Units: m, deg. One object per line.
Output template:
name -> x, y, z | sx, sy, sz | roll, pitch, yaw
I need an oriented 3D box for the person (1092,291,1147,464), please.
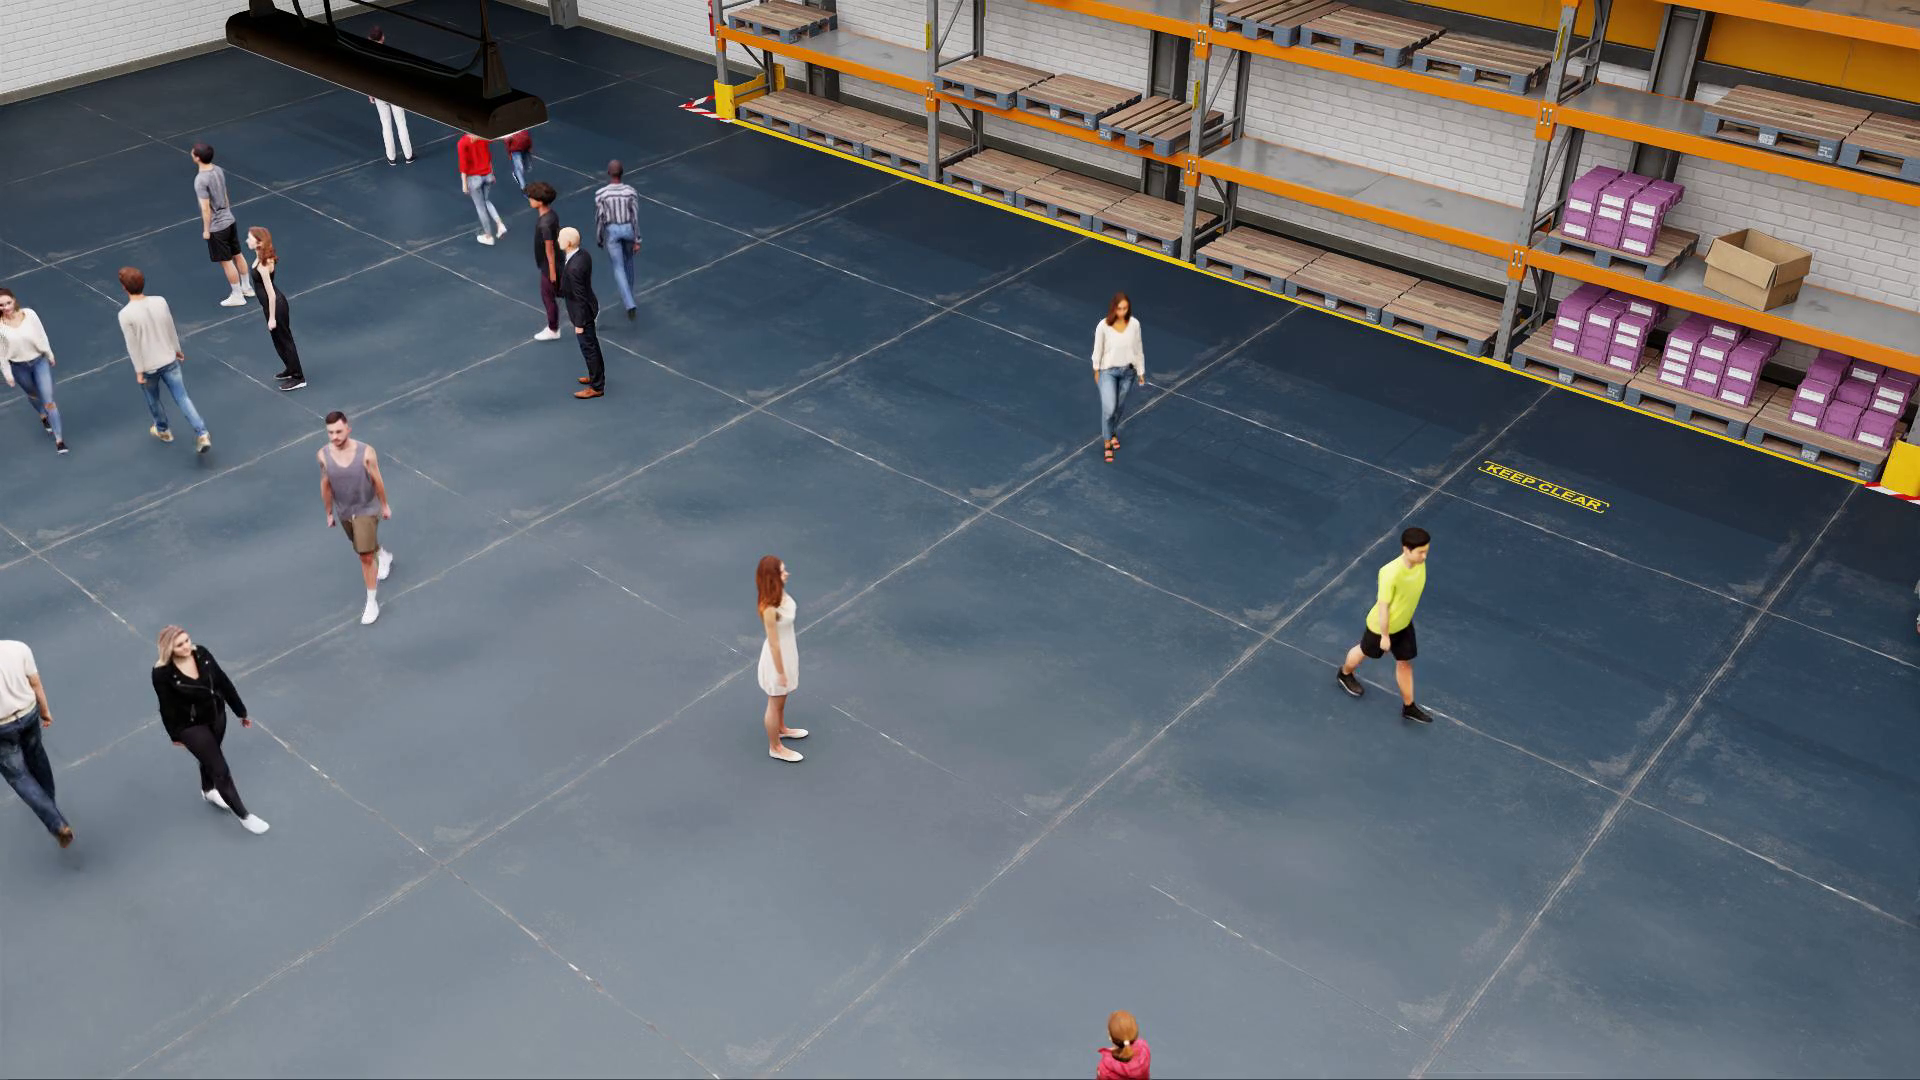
person -> 1.474, -1.630, 15.830 | 0.823, 1.669, 0.892 | -8, 35, -12

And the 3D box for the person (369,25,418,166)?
person -> -7.610, -5.918, 22.122 | 0.741, 1.845, 0.767 | -7, 34, -11

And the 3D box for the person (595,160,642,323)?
person -> -3.700, -3.241, 18.172 | 0.938, 1.758, 1.205 | -15, 36, -21

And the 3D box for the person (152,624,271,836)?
person -> -5.308, 1.248, 11.513 | 1.039, 1.654, 0.762 | 15, 36, 21

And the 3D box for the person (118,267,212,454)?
person -> -7.511, -1.644, 15.669 | 1.183, 1.869, 0.658 | 25, 41, 33

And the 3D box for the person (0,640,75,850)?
person -> -6.403, 1.294, 11.283 | 1.117, 1.832, 0.666 | 25, 41, 32

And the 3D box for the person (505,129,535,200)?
person -> -5.673, -5.023, 21.316 | 0.713, 1.246, 0.516 | 27, 42, 35

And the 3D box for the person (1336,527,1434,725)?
person -> 3.181, 0.570, 12.530 | 0.795, 1.658, 1.159 | -23, 40, -30

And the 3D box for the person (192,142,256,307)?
person -> -8.216, -3.520, 18.489 | 0.739, 1.871, 0.742 | 5, 34, 8

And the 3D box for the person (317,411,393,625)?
person -> -4.969, -0.297, 13.772 | 1.187, 1.810, 1.215 | -1, 34, -1

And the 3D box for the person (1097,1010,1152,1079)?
person -> 0.883, 3.069, 9.079 | 0.571, 1.315, 0.564 | -19, 38, -26

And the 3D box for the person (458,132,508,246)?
person -> -5.671, -4.291, 19.807 | 0.769, 1.698, 0.704 | 17, 37, 24

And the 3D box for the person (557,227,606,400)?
person -> -3.793, -2.298, 16.718 | 0.809, 1.798, 0.756 | -2, 34, -3

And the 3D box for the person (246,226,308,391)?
person -> -6.946, -2.368, 16.870 | 0.708, 1.746, 0.589 | -15, 37, -22

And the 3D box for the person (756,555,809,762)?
person -> -1.324, 0.837, 12.079 | 0.686, 1.712, 0.648 | 2, 34, 4

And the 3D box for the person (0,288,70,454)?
person -> -8.923, -1.665, 15.918 | 0.872, 1.629, 1.223 | -20, 39, -27
